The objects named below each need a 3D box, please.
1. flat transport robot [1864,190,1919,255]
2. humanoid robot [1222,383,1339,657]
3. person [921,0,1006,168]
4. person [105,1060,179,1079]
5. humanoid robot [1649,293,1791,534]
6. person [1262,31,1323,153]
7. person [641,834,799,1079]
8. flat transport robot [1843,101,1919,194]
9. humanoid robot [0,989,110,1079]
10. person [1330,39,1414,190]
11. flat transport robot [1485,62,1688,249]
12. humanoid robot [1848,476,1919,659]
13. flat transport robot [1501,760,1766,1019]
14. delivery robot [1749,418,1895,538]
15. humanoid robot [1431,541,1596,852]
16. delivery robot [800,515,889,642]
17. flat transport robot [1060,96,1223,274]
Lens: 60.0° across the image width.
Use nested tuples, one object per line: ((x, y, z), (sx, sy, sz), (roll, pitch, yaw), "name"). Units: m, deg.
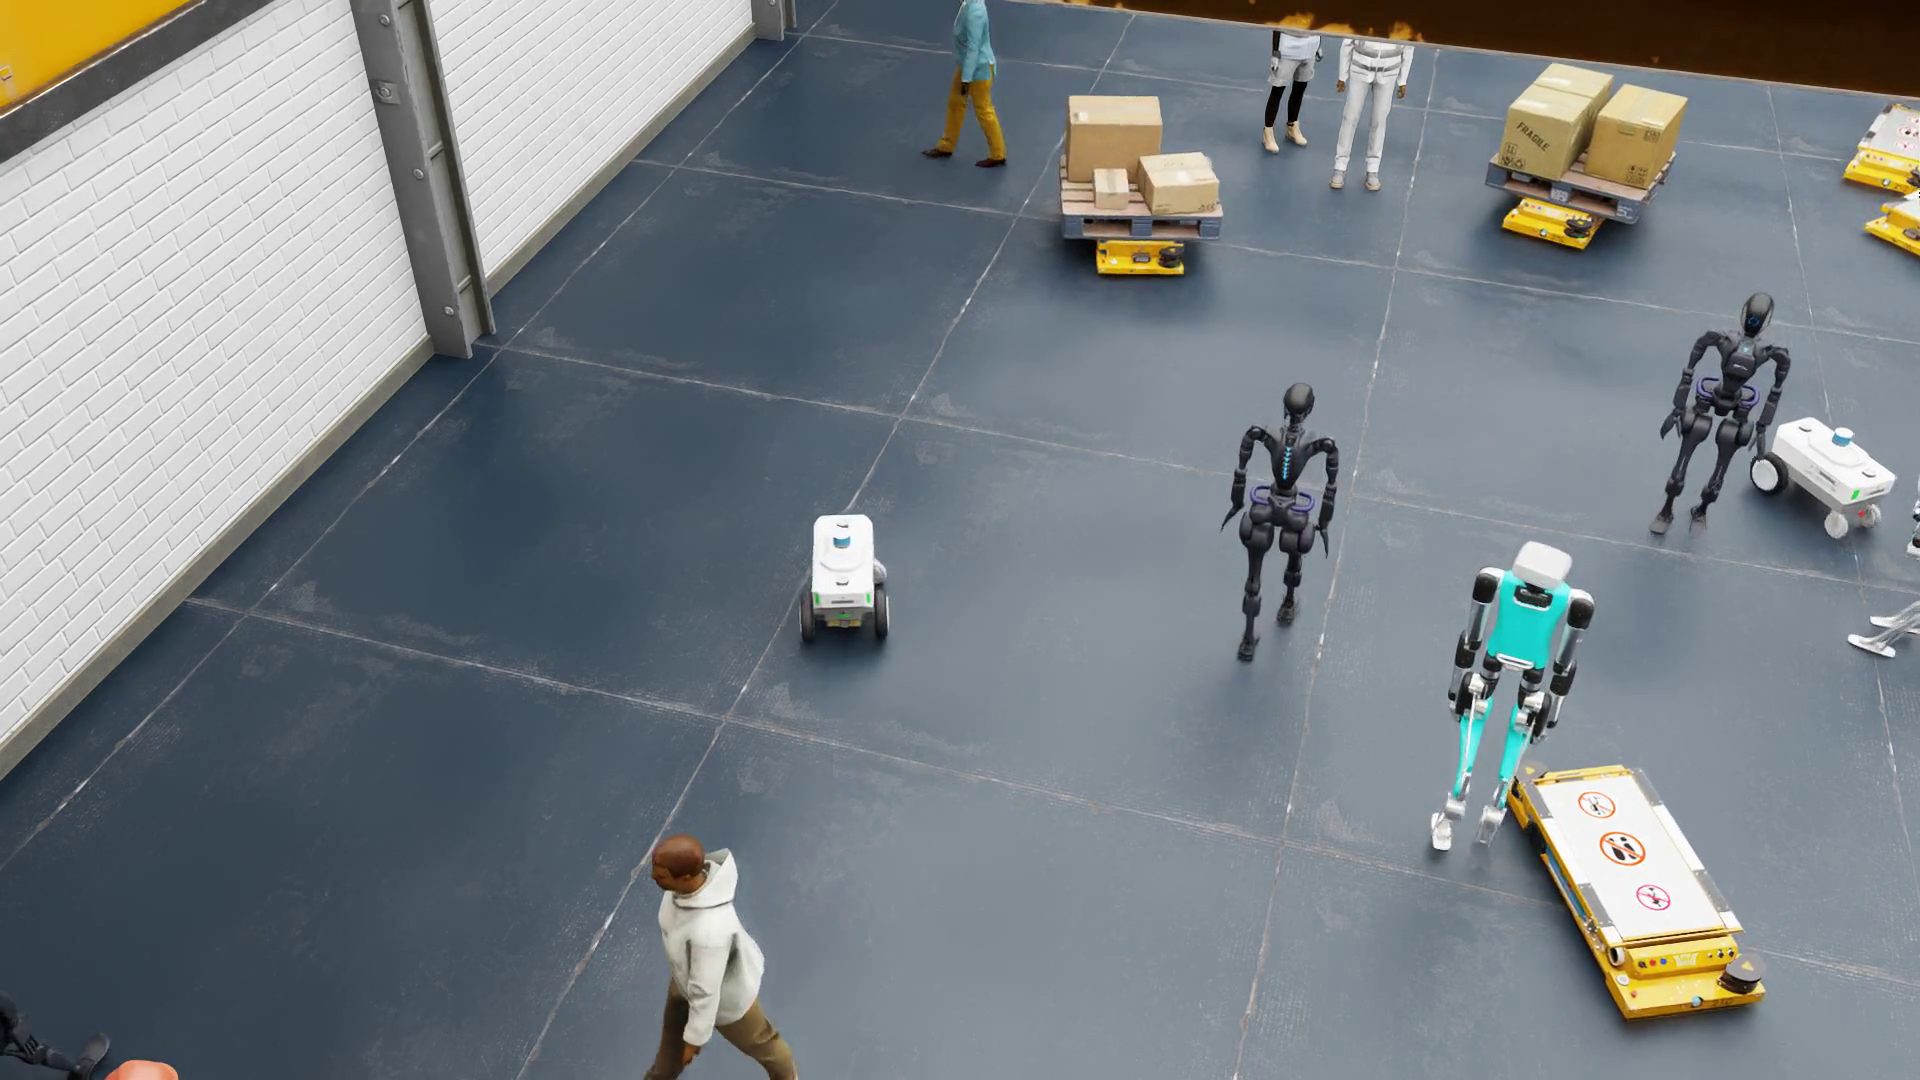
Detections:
((7.931, -2.577, 13.210), (1.431, 0.231, 0.659), (-21, 43, -24), "flat transport robot")
((1.743, -0.151, 9.085), (0.600, 1.636, 0.687), (11, 40, 14), "humanoid robot")
((0.029, -3.868, 13.650), (0.788, 1.710, 0.604), (-4, 39, -5), "person")
((-2.551, 2.401, 5.688), (0.543, 1.938, 0.351), (-13, 41, -15), "person")
((4.470, -0.721, 9.788), (0.584, 1.667, 0.348), (15, 41, 18), "humanoid robot")
((2.824, -4.094, 13.958), (0.539, 1.691, 0.317), (-17, 42, -20), "person")
((-1.074, 1.815, 6.578), (0.895, 1.725, 0.540), (-17, 42, -20), "person")
((8.056, -3.332, 14.149), (0.659, 0.231, 1.431), (24, 45, 27), "flat transport robot")
((-4.005, 1.842, 6.628), (0.595, 1.625, 0.785), (11, 40, 13), "humanoid robot")
((3.319, -3.726, 13.353), (0.574, 1.882, 0.356), (5, 39, 6), "person")
((4.972, -2.800, 13.487), (0.659, 0.231, 1.431), (23, 44, 26), "flat transport robot")
((5.364, -0.078, 8.901), (0.679, 1.759, 0.545), (19, 43, 23), "humanoid robot")
((3.203, 1.618, 7.992), (0.659, 0.231, 1.431), (-5, 39, -7), "flat transport robot")
((5.370, -0.431, 10.327), (0.499, 0.613, 0.807), (-14, 41, -17), "delivery robot")
((2.490, 0.907, 7.747), (0.533, 1.843, 0.736), (16, 41, 19), "humanoid robot")
((-0.664, 0.223, 9.514), (0.502, 0.614, 0.785), (-2, 39, -2), "delivery robot")
((1.393, -2.519, 13.138), (0.659, 0.231, 1.431), (1, 39, 1), "flat transport robot")
